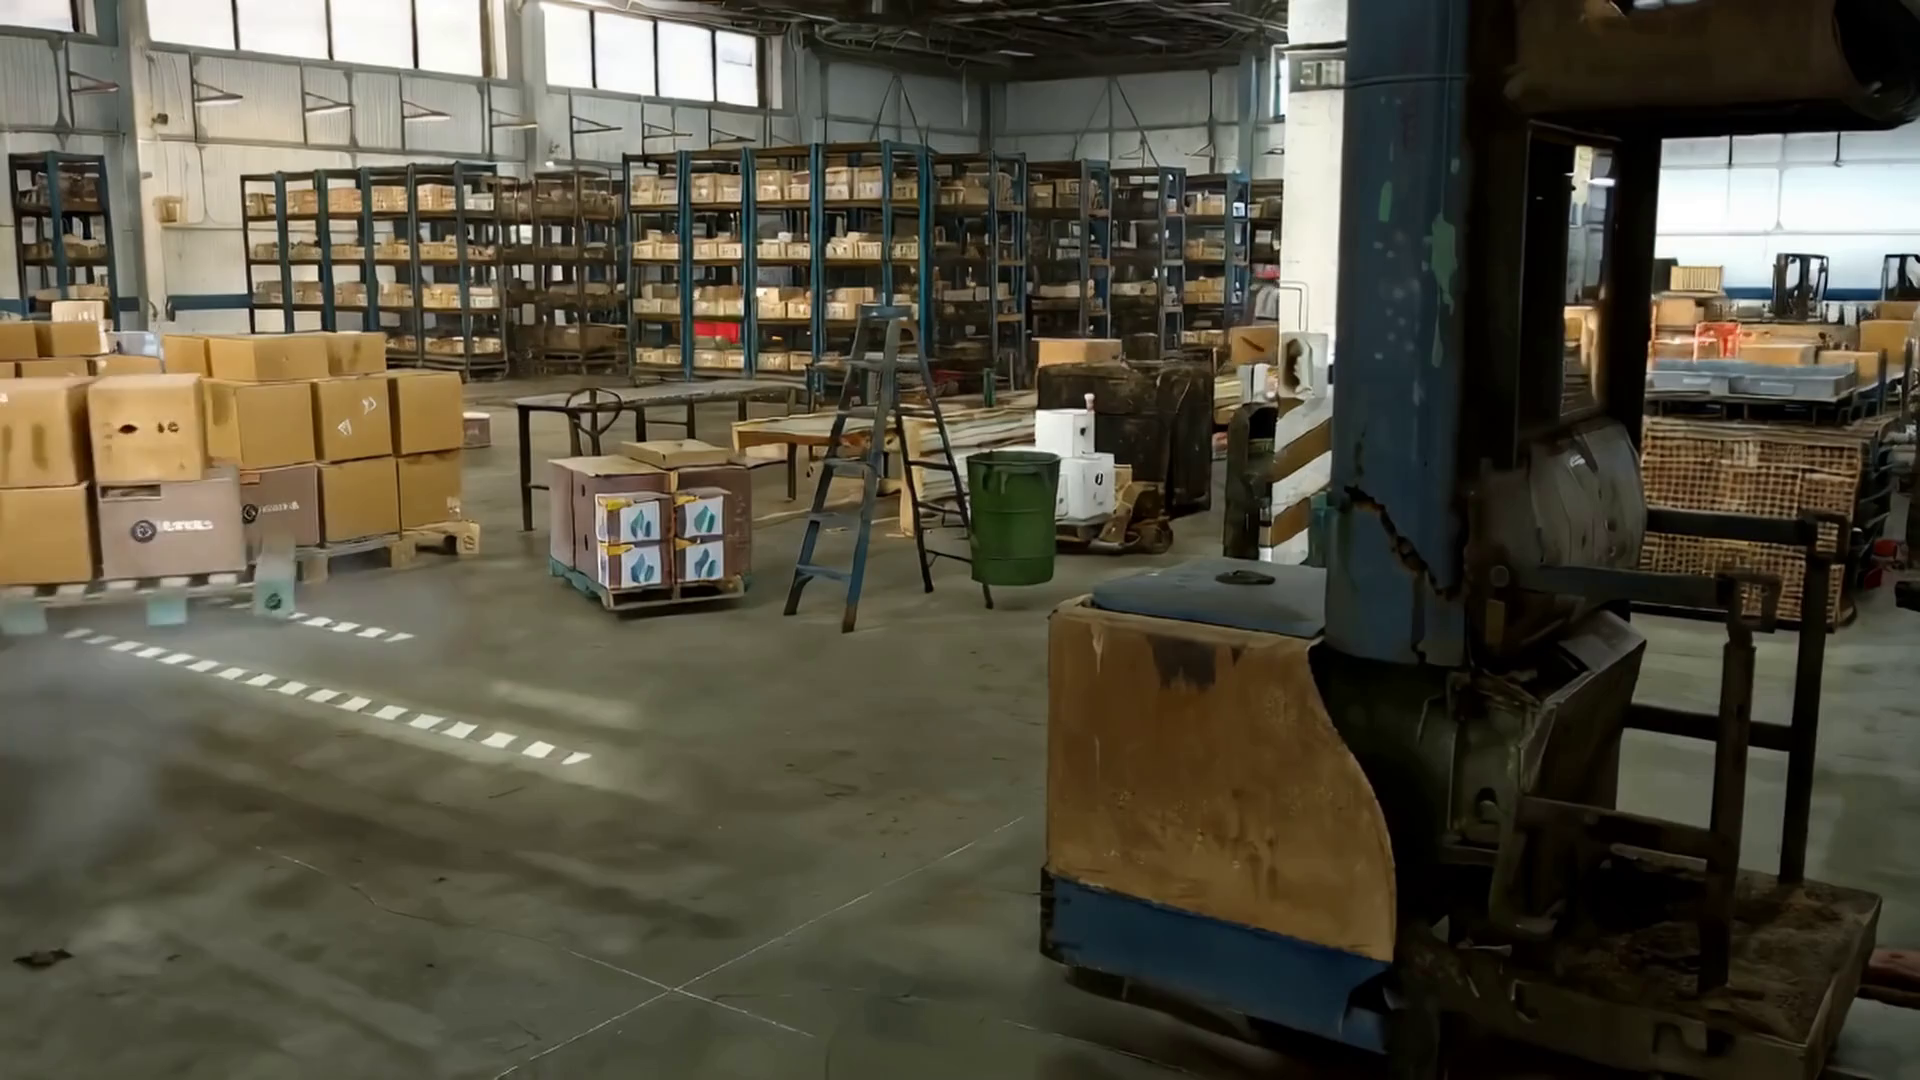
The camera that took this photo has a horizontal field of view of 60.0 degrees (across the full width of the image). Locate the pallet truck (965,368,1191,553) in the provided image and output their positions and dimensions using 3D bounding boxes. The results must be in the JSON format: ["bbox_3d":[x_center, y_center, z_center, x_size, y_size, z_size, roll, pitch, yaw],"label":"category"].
[{"bbox_3d":[0.845,-0.609,11.869,1.630,1.274,0.653,7,12,35],"label":"pallet truck"}]

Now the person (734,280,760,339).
[{"bbox_3d":[-4.012,-4.127,31.419,0.591,1.787,0.927,8,12,39],"label":"person"}]

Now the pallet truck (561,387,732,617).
[{"bbox_3d":[-1.981,-0.274,10.088,0.680,1.201,1.601,-5,11,-28],"label":"pallet truck"}]

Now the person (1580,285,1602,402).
[{"bbox_3d":[8.142,-2.383,21.057,0.545,1.751,0.406,5,11,25],"label":"person"}]

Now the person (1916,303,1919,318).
[{"bbox_3d":[18.417,-4.240,31.844,0.716,1.869,0.653,7,12,34],"label":"person"}]

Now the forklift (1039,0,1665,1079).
[{"bbox_3d":[1.249,-0.137,4.360,1.873,2.768,1.129,7,12,35],"label":"forklift"}]

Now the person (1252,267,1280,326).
[{"bbox_3d":[4.829,-3.200,25.464,0.842,1.920,0.601,-4,10,-25],"label":"person"}]

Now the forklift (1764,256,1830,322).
[{"bbox_3d":[20.253,-5.854,40.139,1.157,1.987,2.680,7,12,35],"label":"forklift"}]

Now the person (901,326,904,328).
[{"bbox_3d":[-1.386,-4.964,36.181,0.571,1.845,0.382,-3,10,-16],"label":"person"}]

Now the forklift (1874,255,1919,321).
[{"bbox_3d":[22.089,-5.634,38.796,1.157,1.987,2.680,6,11,33],"label":"forklift"}]
